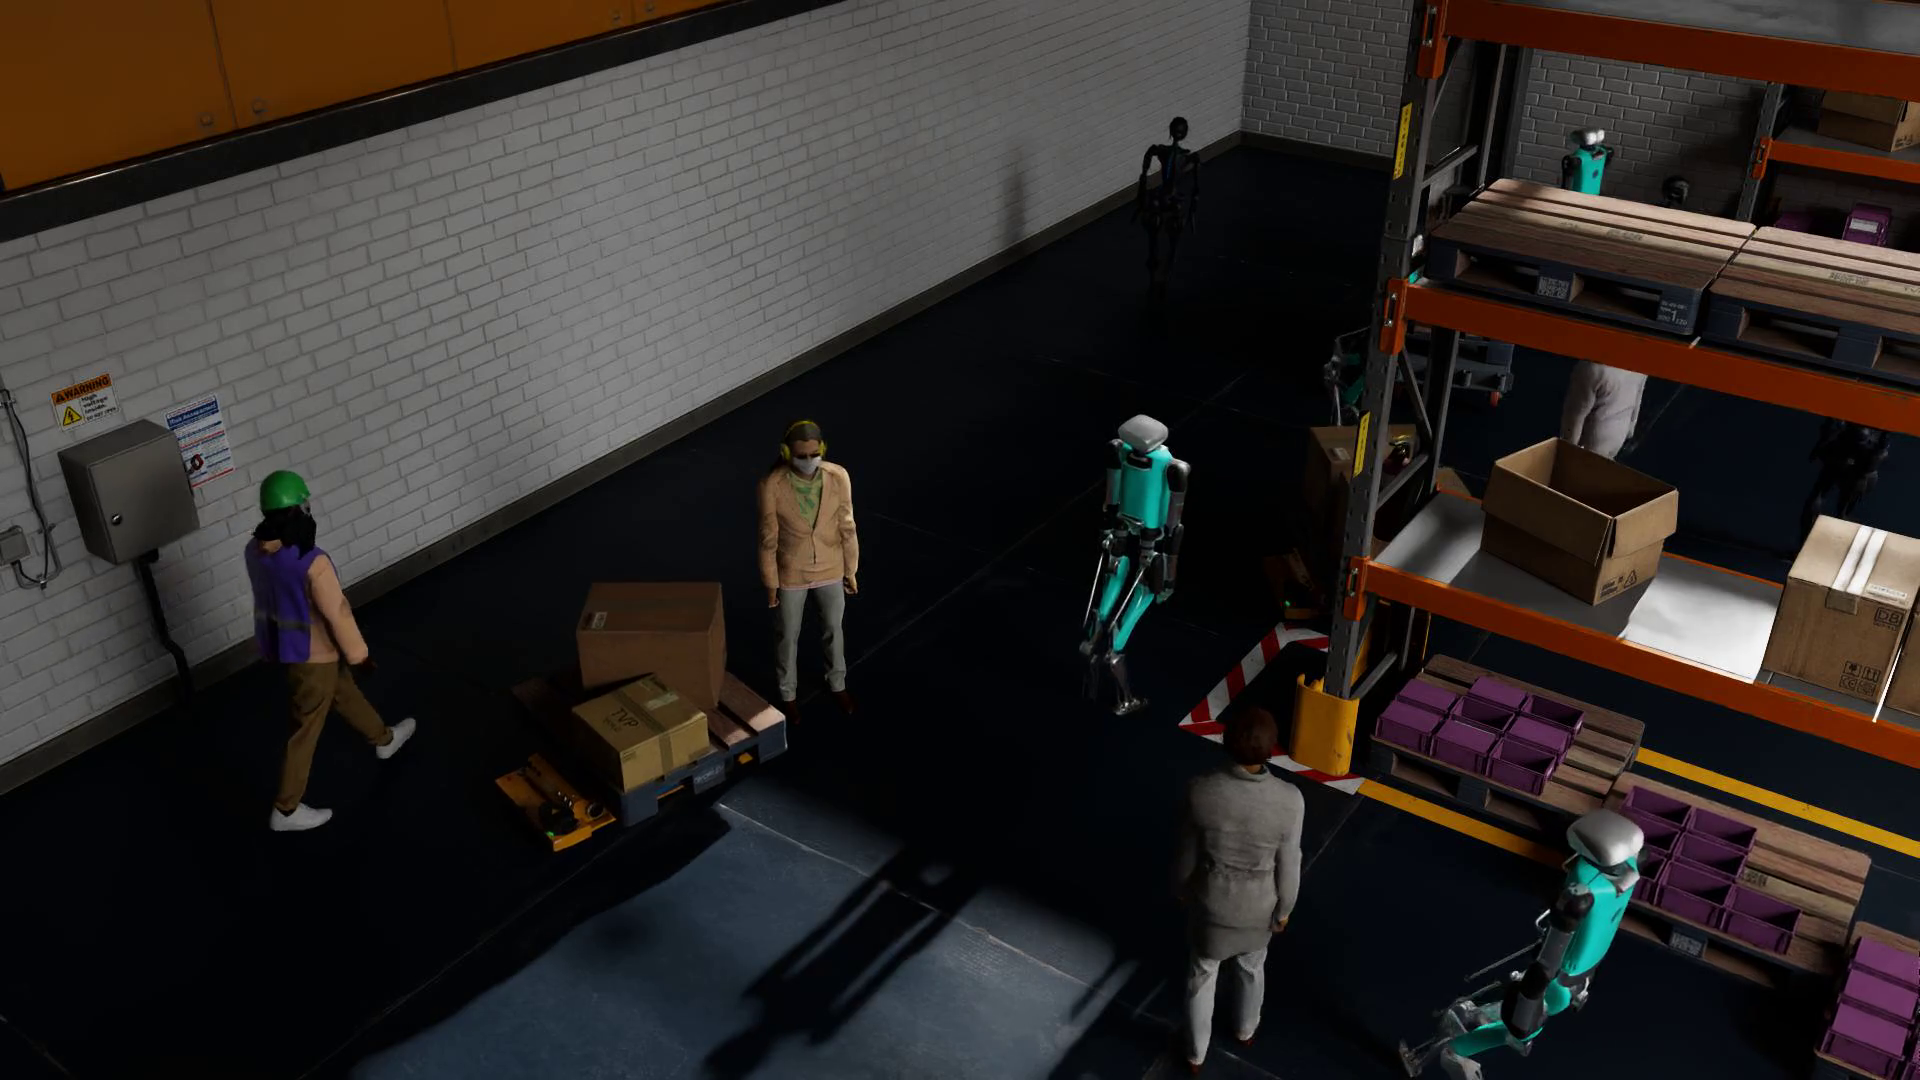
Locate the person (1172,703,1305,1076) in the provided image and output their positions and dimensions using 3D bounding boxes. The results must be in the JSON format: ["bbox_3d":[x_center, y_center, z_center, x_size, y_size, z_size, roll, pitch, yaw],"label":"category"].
[{"bbox_3d":[1.146,1.461,6.972,0.522,1.828,0.494,5,30,9],"label":"person"}]

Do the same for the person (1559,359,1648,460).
[{"bbox_3d":[4.042,-0.621,10.497,0.685,1.881,0.539,-18,35,-28],"label":"person"}]

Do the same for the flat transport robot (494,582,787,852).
[{"bbox_3d":[-1.724,1.167,9.016,1.431,0.231,0.659,-23,37,-34],"label":"flat transport robot"}]

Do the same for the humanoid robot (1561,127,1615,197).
[{"bbox_3d":[5.082,-2.710,14.354,0.563,1.845,0.803,-17,34,-27],"label":"humanoid robot"}]

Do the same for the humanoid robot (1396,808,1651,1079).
[{"bbox_3d":[2.142,1.708,6.664,0.547,1.823,0.881,-24,37,-35],"label":"humanoid robot"}]

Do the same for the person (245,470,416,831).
[{"bbox_3d":[-3.324,0.538,8.517,0.562,1.865,1.021,21,36,32],"label":"person"}]

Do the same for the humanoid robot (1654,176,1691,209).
[{"bbox_3d":[5.464,-2.085,13.257,0.415,1.649,0.593,-2,30,-3],"label":"humanoid robot"}]

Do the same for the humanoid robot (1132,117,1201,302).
[{"bbox_3d":[1.789,-2.893,14.659,0.601,1.644,0.548,10,31,17],"label":"humanoid robot"}]

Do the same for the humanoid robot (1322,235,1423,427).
[{"bbox_3d":[2.925,-1.403,11.999,0.988,1.745,0.538,20,35,30],"label":"humanoid robot"}]

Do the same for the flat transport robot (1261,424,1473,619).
[{"bbox_3d":[2.711,0.234,10.633,1.431,0.231,0.659,-2,30,-4],"label":"flat transport robot"}]

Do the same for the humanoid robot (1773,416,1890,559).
[{"bbox_3d":[5.719,-0.547,10.586,0.550,1.639,0.590,-2,30,-4],"label":"humanoid robot"}]

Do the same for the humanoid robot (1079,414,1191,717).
[{"bbox_3d":[0.865,0.241,9.203,0.534,1.836,0.697,24,37,35],"label":"humanoid robot"}]

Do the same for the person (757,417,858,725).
[{"bbox_3d":[-0.834,0.163,9.165,0.554,1.869,0.391,-9,31,-16],"label":"person"}]
